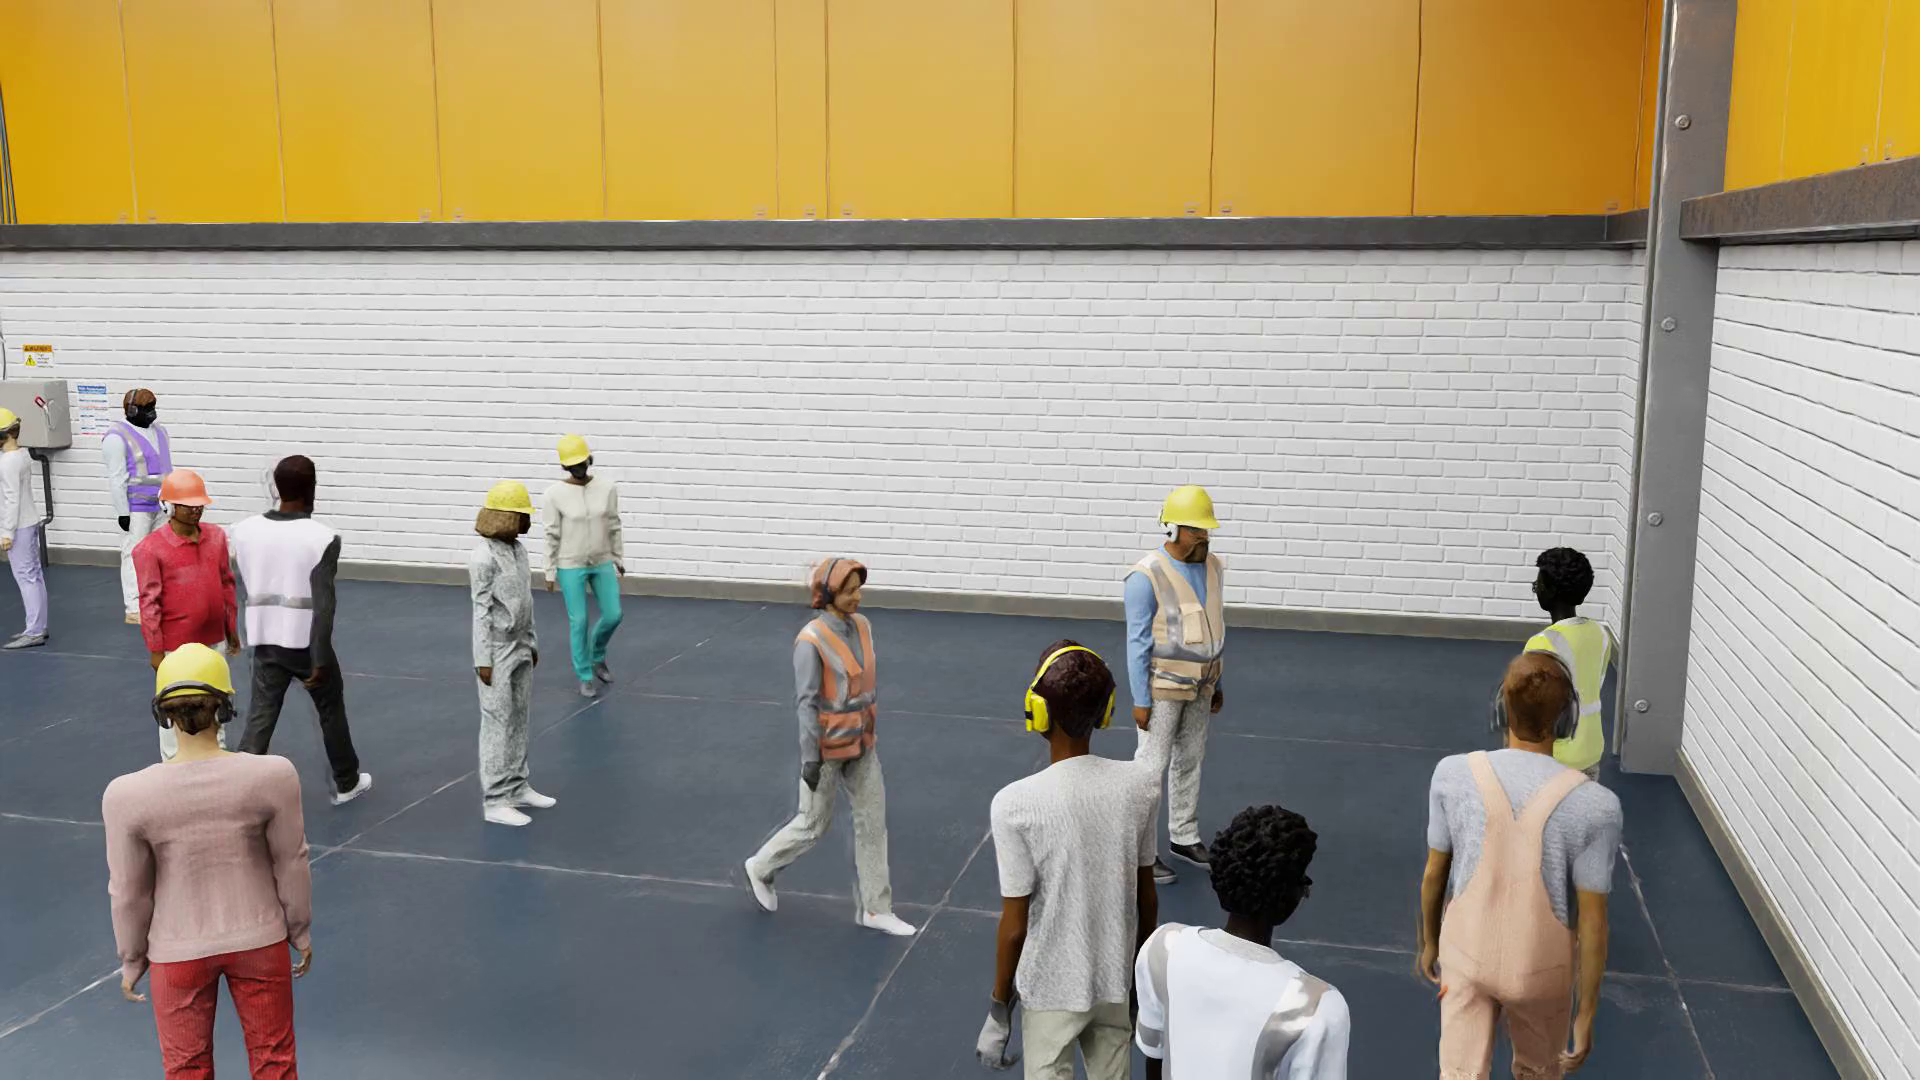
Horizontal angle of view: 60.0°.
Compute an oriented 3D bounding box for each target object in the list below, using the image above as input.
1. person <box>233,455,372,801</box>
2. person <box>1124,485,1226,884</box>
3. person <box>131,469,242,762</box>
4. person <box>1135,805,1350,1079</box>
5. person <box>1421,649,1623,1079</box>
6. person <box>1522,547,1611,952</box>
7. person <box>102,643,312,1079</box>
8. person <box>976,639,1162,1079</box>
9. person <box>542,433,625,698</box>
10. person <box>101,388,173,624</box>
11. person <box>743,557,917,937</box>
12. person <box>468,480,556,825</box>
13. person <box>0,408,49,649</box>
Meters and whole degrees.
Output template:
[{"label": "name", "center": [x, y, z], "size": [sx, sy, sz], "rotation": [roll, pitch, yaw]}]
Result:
[{"label": "person", "center": [-3.353, 0.510, 8.314], "size": [0.588, 1.869, 1.022], "rotation": [1, 10, 7]}, {"label": "person", "center": [1.001, 0.650, 7.600], "size": [0.590, 1.823, 0.405], "rotation": [-8, 13, -40]}, {"label": "person", "center": [-4.033, 0.490, 8.766], "size": [0.351, 1.744, 0.563], "rotation": [4, 11, 23]}, {"label": "person", "center": [0.602, 1.396, 3.598], "size": [0.539, 1.686, 0.320], "rotation": [9, 13, 43]}, {"label": "person", "center": [1.489, 1.184, 4.529], "size": [0.535, 1.805, 0.957], "rotation": [5, 11, 27]}, {"label": "person", "center": [2.392, 0.868, 6.670], "size": [0.540, 1.695, 0.317], "rotation": [-9, 13, -44]}, {"label": "person", "center": [-2.125, 1.163, 4.758], "size": [0.524, 1.760, 0.328], "rotation": [-5, 11, -26]}, {"label": "person", "center": [0.286, 1.180, 4.325], "size": [0.518, 1.874, 0.329], "rotation": [-5, 11, -26]}, {"label": "person", "center": [-2.430, 0.160, 10.726], "size": [0.571, 1.734, 0.483], "rotation": [-7, 12, -36]}, {"label": "person", "center": [-6.340, -0.265, 12.949], "size": [0.429, 1.835, 0.629], "rotation": [2, 10, 12]}, {"label": "person", "center": [-0.565, 0.856, 6.996], "size": [0.746, 1.610, 0.524], "rotation": [6, 11, 29]}, {"label": "person", "center": [-2.265, 0.558, 8.396], "size": [0.313, 1.732, 0.489], "rotation": [2, 10, 14]}, {"label": "person", "center": [-6.891, -0.088, 12.123], "size": [0.326, 1.760, 0.524], "rotation": [-3, 10, -18]}]
